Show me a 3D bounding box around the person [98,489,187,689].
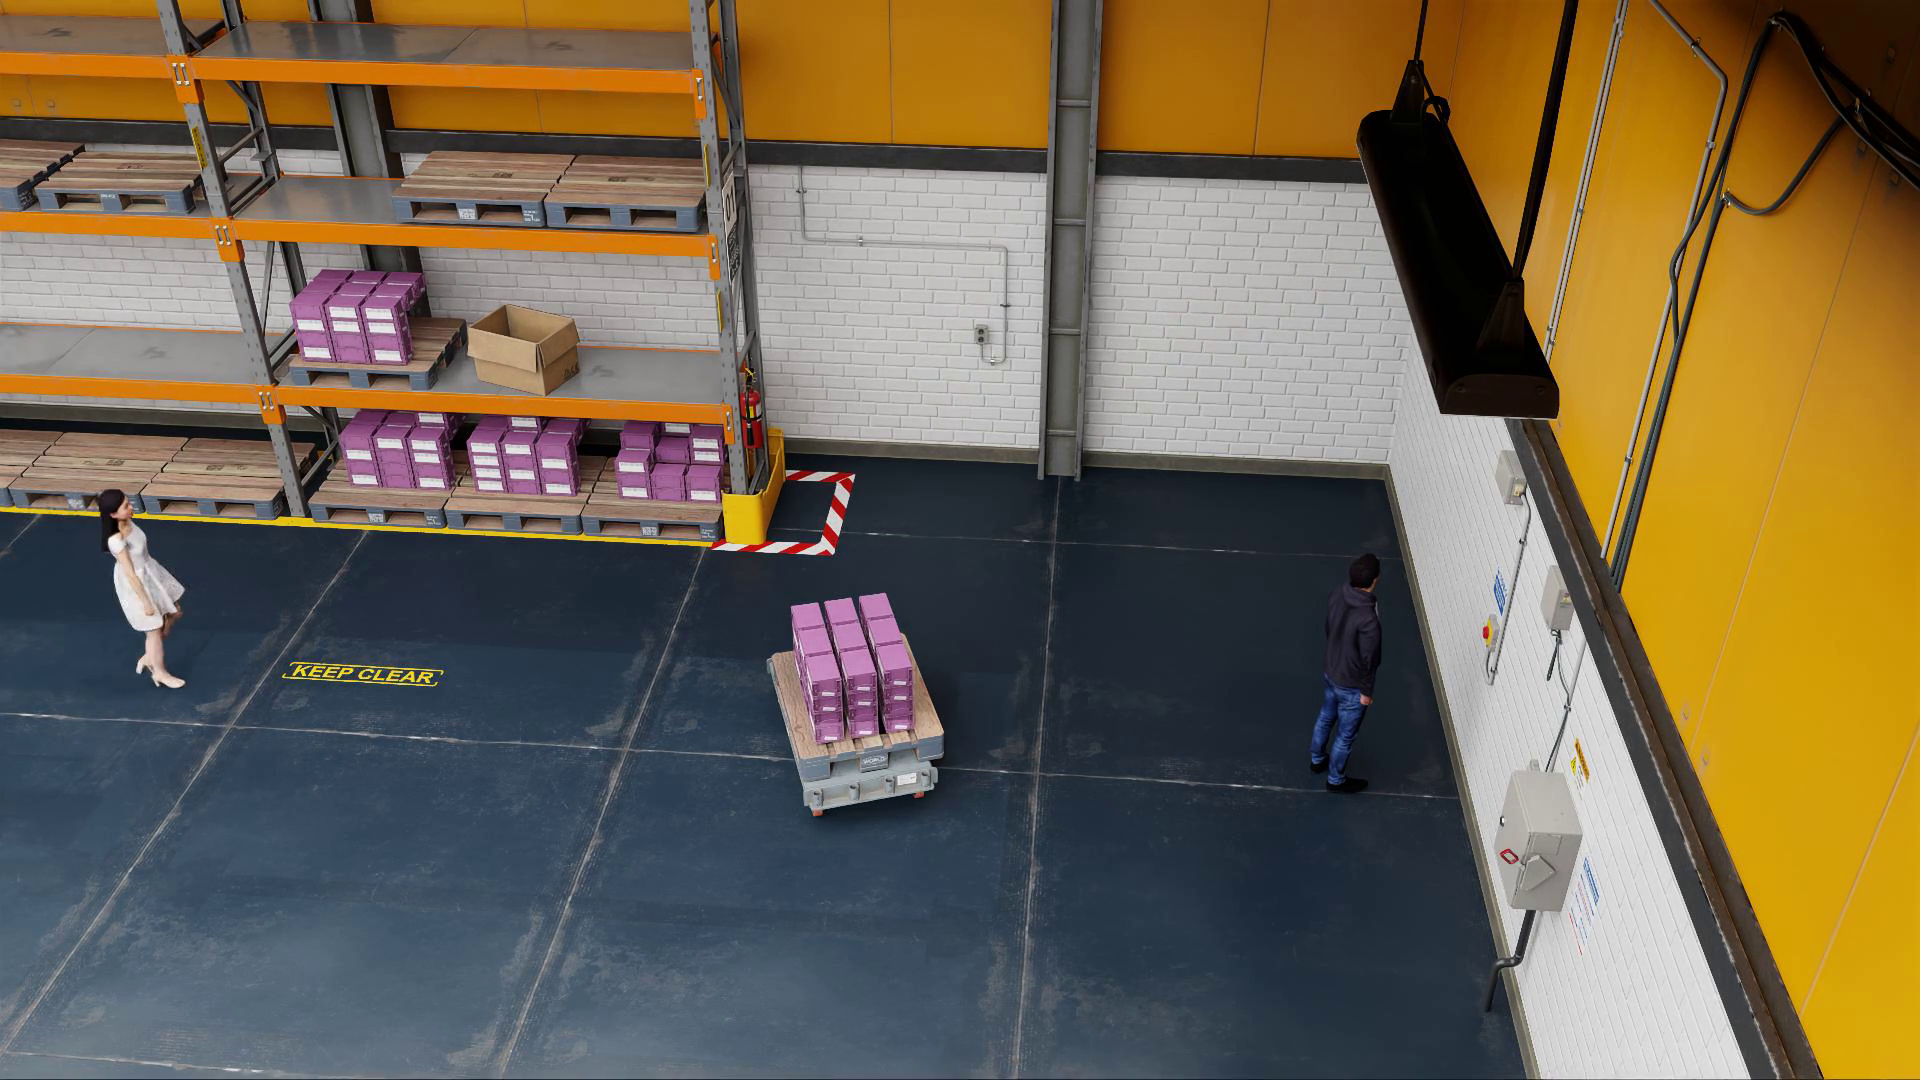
[{"bbox_3d":[-6.104,0.400,12.235,0.811,1.761,0.748,-9,35,-13],"label":"person"}]

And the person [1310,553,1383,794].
[{"bbox_3d":[2.640,0.909,11.349,0.727,1.893,0.755,-11,35,-16],"label":"person"}]
